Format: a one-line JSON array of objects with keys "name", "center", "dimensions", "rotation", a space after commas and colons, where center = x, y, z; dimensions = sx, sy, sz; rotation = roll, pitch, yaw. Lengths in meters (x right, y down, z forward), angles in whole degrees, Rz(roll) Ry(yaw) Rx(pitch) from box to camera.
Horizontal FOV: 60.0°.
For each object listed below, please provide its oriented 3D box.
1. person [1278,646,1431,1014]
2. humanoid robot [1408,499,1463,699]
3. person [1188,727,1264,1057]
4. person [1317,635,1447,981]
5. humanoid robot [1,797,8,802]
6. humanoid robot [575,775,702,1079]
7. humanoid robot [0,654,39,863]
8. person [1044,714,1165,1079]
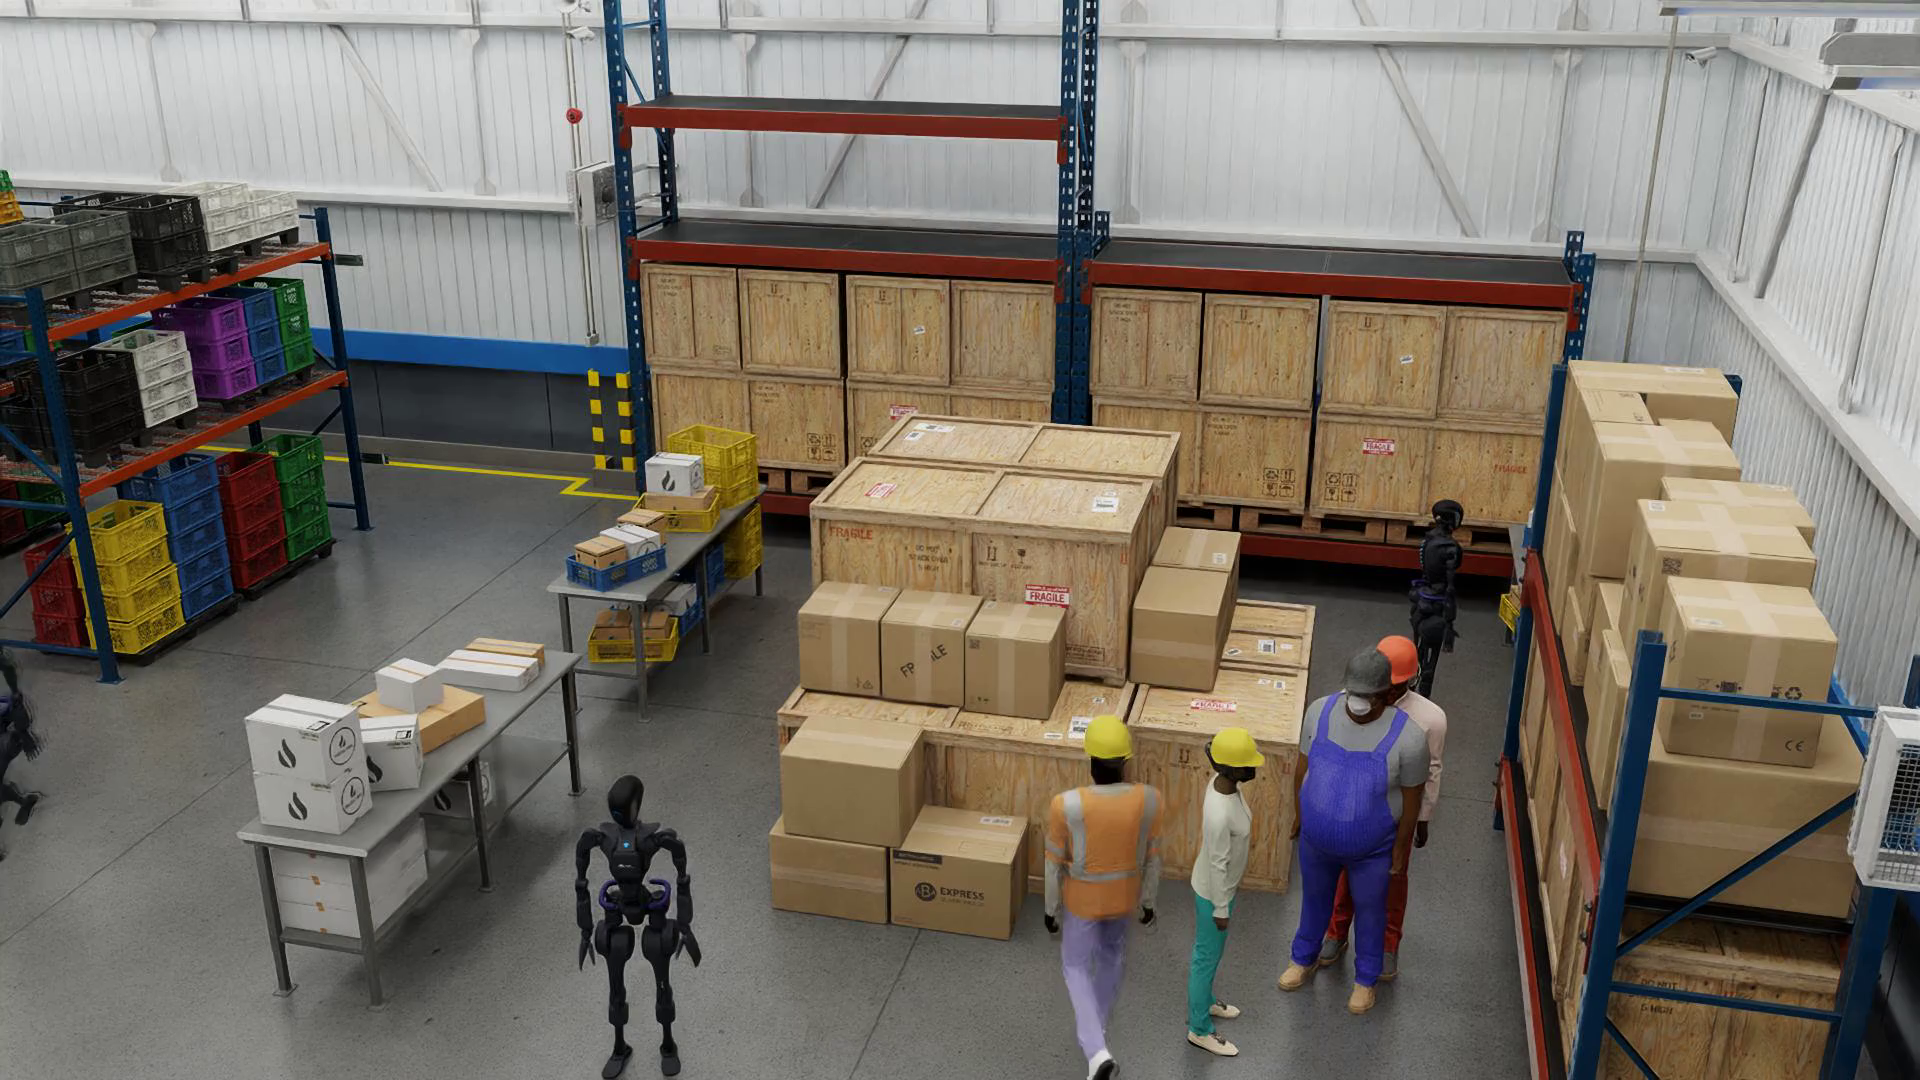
[{"name": "person", "center": [2.018, 1.501, 8.639], "dimensions": [0.682, 2.000, 0.538], "rotation": [13, 24, 30]}, {"name": "humanoid robot", "center": [3.345, 0.498, 11.748], "dimensions": [0.315, 1.657, 0.599], "rotation": [-1, 21, -2]}, {"name": "person", "center": [1.328, 1.742, 8.389], "dimensions": [0.314, 1.769, 0.523], "rotation": [5, 21, 12]}, {"name": "person", "center": [2.245, 1.418, 8.925], "dimensions": [0.609, 1.993, 0.377], "rotation": [10, 23, 25]}, {"name": "humanoid robot", "center": [-6.377, 0.981, 10.528], "dimensions": [0.622, 1.637, 0.454], "rotation": [18, 27, 39]}, {"name": "humanoid robot", "center": [-1.570, 1.890, 8.115], "dimensions": [0.603, 1.652, 0.318], "rotation": [-1, 21, -2]}, {"name": "humanoid robot", "center": [-5.958, 1.148, 10.141], "dimensions": [0.582, 1.632, 0.782], "rotation": [1, 21, 3]}, {"name": "person", "center": [0.709, 1.757, 8.164], "dimensions": [0.595, 1.906, 0.715], "rotation": [-5, 22, -14]}]
